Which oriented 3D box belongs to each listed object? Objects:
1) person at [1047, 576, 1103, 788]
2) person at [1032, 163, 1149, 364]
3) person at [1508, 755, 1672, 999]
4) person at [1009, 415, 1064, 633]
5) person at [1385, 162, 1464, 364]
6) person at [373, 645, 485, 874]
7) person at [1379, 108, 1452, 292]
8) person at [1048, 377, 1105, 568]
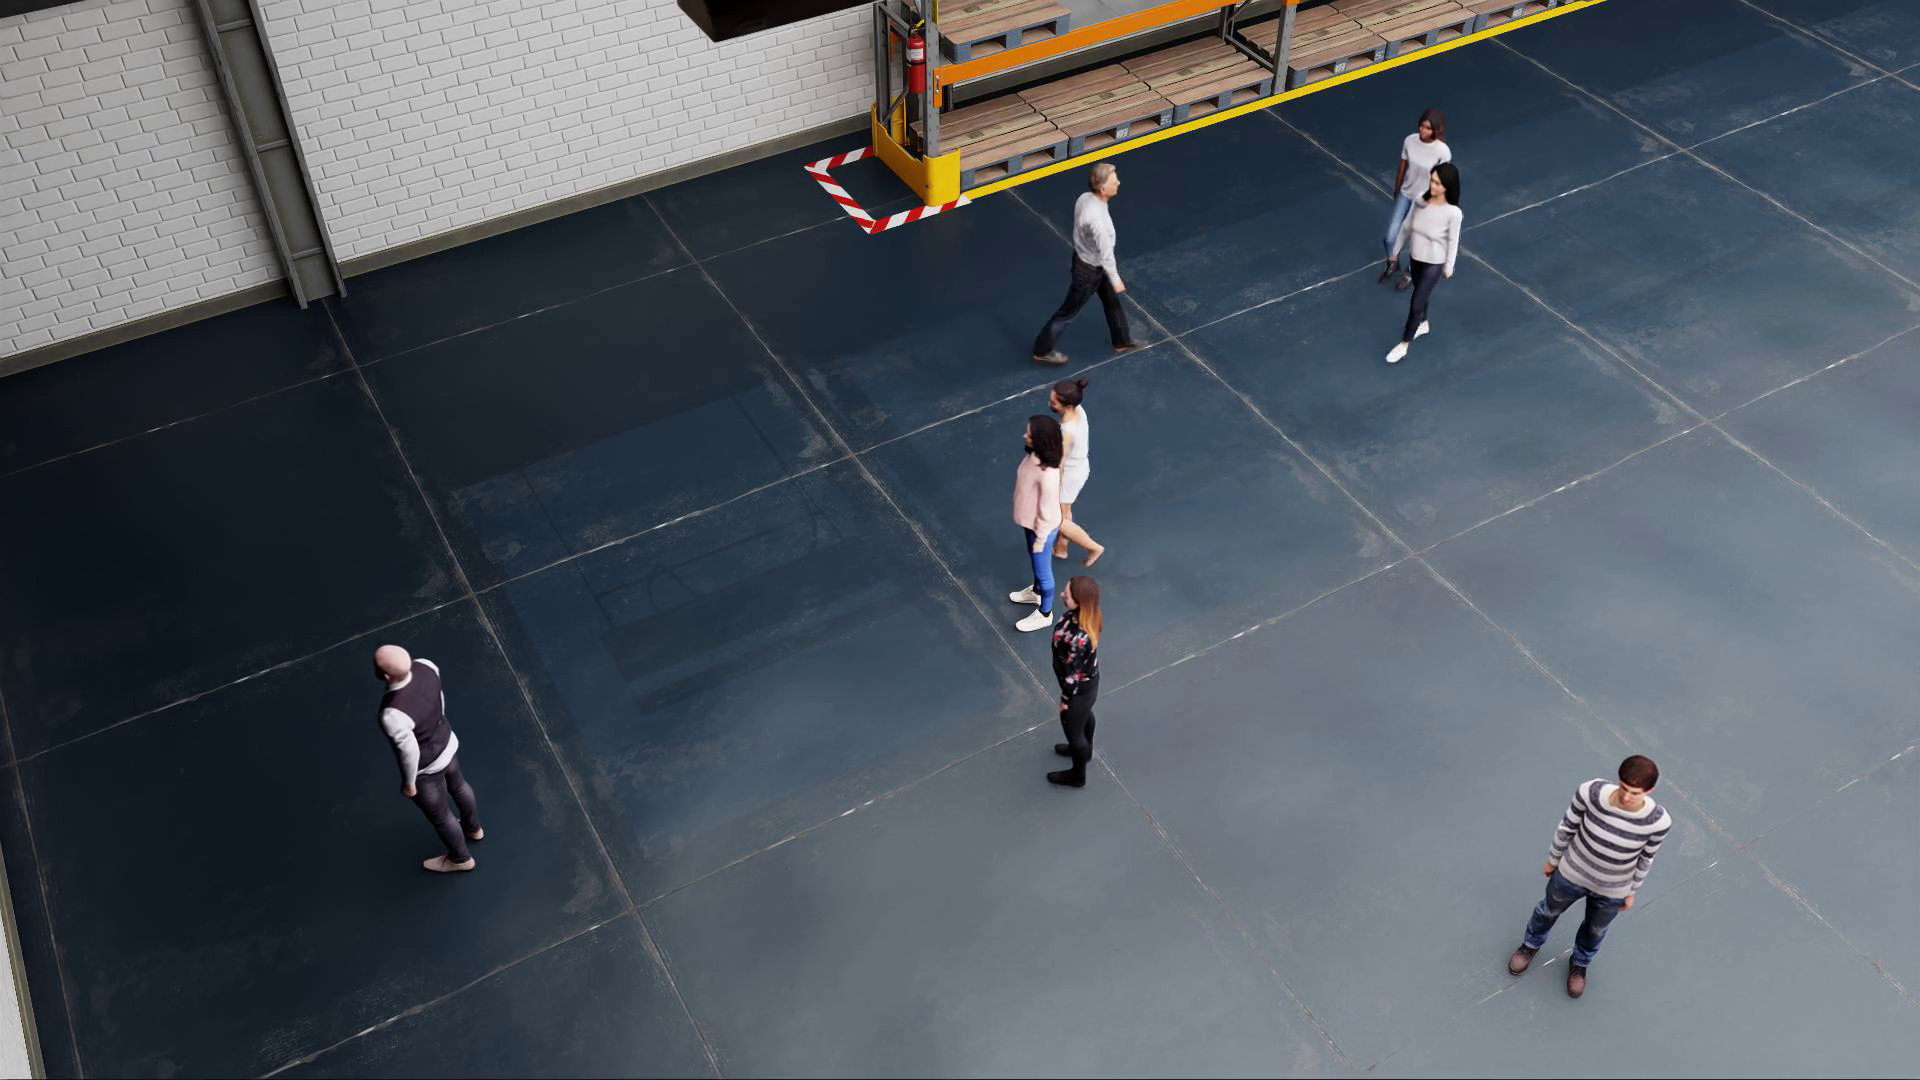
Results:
[{"bbox_3d":[0.718,0.843,9.963,0.690,1.684,0.646,7,44,7],"label":"person"},{"bbox_3d":[0.933,-2.098,12.987,1.284,1.771,1.022,-2,44,-2],"label":"person"},{"bbox_3d":[3.393,1.760,8.876,0.723,1.855,0.722,20,47,20],"label":"person"},{"bbox_3d":[0.531,-0.121,10.913,0.701,1.769,0.720,-3,44,-3],"label":"person"},{"bbox_3d":[3.780,-2.263,13.229,0.891,1.675,0.695,-27,50,-26],"label":"person"},{"bbox_3d":[-3.030,1.232,9.453,0.814,1.823,0.783,6,44,6],"label":"person"},{"bbox_3d":[3.841,-2.844,13.815,0.704,1.708,0.762,27,50,26],"label":"person"},{"bbox_3d":[0.809,-0.442,11.357,0.852,1.622,0.796,11,45,12],"label":"person"}]
